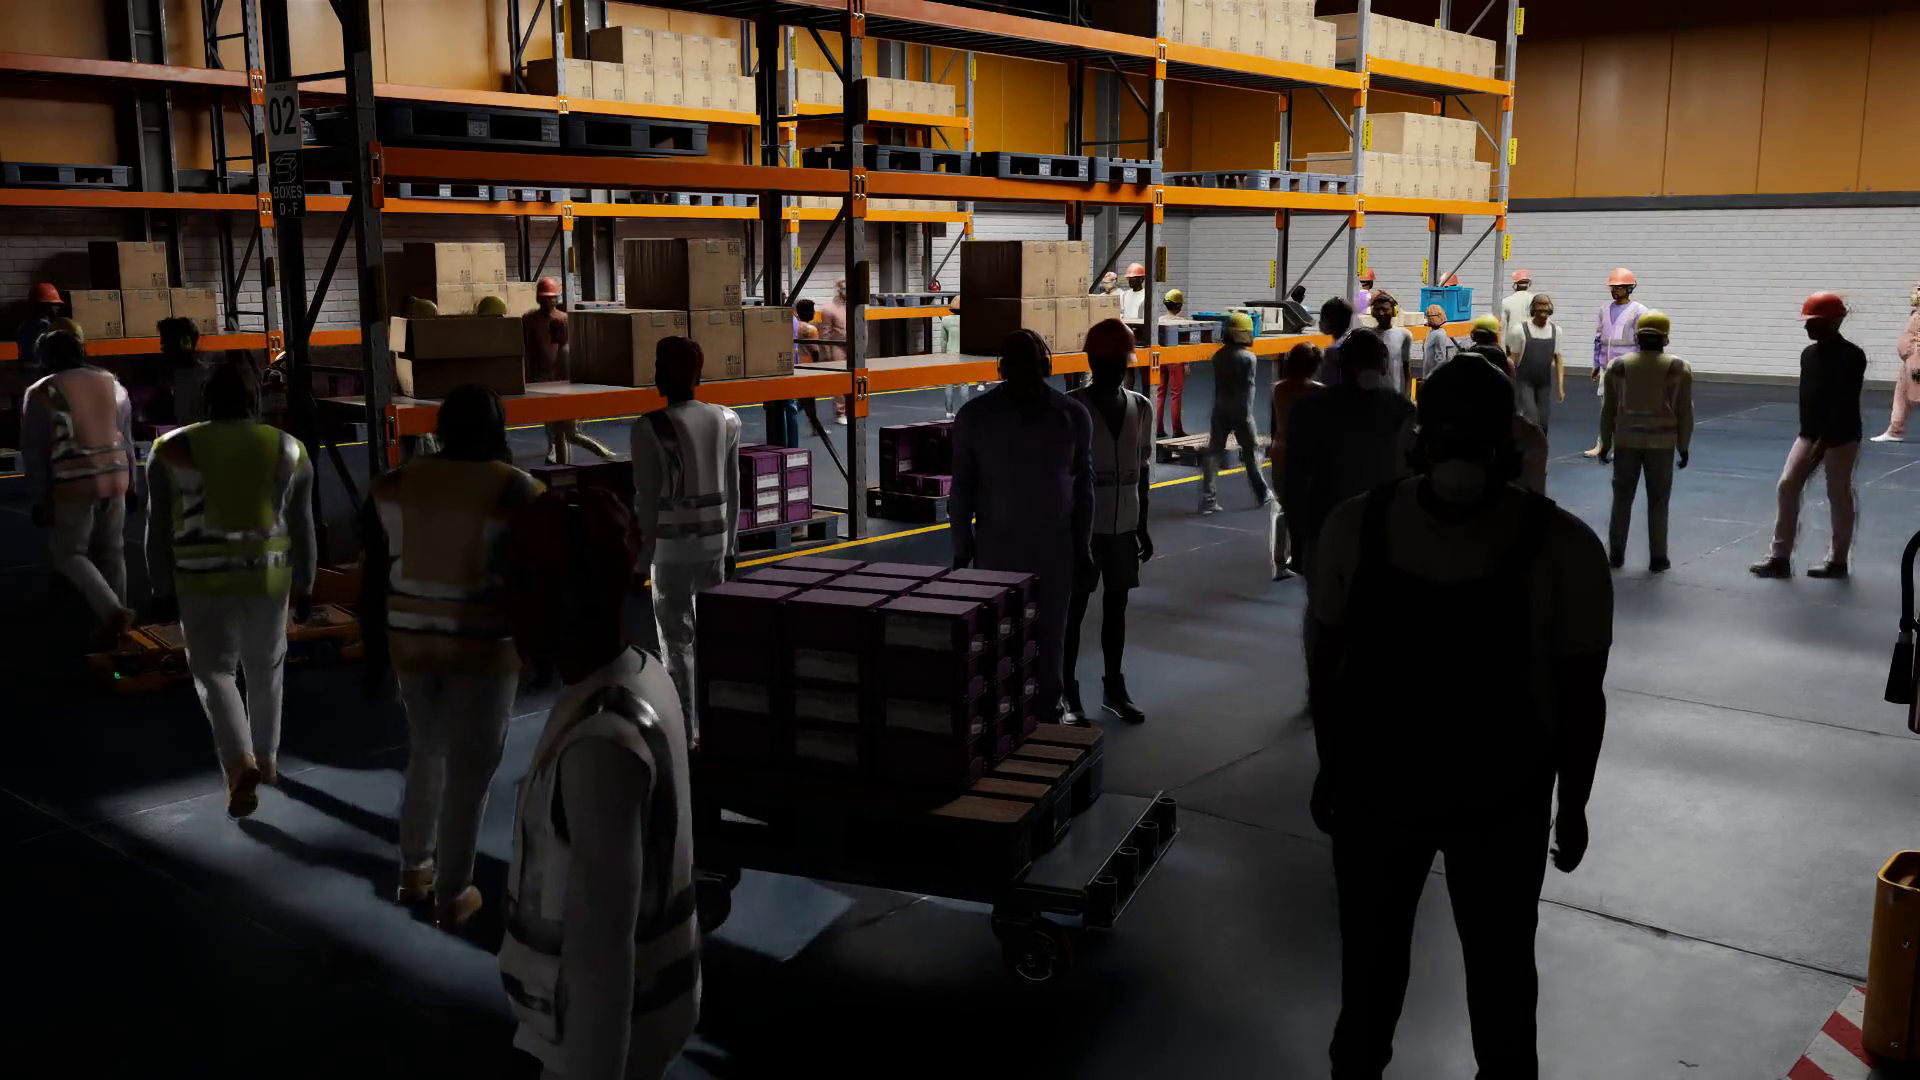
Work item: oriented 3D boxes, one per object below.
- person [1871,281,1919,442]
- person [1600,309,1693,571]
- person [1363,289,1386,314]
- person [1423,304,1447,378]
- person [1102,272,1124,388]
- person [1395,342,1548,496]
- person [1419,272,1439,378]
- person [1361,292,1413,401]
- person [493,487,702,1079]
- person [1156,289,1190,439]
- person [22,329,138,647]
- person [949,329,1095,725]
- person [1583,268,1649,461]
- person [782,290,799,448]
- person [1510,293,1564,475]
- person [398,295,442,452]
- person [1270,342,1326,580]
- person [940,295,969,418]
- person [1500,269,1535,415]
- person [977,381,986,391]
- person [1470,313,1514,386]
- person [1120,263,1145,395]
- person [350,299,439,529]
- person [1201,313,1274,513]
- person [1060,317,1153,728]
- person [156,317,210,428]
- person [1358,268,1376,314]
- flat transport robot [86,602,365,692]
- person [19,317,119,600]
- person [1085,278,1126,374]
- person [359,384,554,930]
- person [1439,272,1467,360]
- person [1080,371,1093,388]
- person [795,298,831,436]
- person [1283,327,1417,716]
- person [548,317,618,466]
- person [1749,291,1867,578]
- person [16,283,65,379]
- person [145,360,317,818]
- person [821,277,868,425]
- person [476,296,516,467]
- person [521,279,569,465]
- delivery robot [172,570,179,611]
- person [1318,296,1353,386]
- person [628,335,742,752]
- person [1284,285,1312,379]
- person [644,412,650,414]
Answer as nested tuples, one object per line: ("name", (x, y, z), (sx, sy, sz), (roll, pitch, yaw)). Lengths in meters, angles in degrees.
("person", (11.060, -2.032, 19.130), (0.827, 1.884, 0.662), (5, 11, 26))
("person", (4.817, -0.700, 11.686), (0.600, 1.829, 0.404), (6, 11, 30))
("person", (6.242, -2.932, 24.929), (0.309, 1.645, 0.514), (-7, 12, -36))
("person", (5.328, -1.828, 18.706), (0.287, 1.629, 0.499), (0, 10, 2))
("person", (2.222, -3.014, 24.671), (0.407, 1.902, 0.639), (-8, 13, -37))
("person", (2.151, 0.093, 7.148), (0.639, 1.861, 1.091), (6, 12, 31))
("person", (8.010, -3.605, 27.975), (0.725, 1.929, 0.407), (-4, 11, -22))
("person", (3.751, -1.265, 14.797), (0.516, 1.871, 0.325), (4, 11, 20))
("person", (-0.606, 0.829, 2.872), (0.694, 1.867, 0.598), (-1, 10, -6))
("person", (2.516, -2.085, 19.760), (0.324, 1.769, 0.523), (-10, 14, -44))
("person", (-4.811, -0.259, 9.233), (0.576, 1.817, 0.682), (6, 11, 29))
("person", (0.281, 0.027, 7.334), (0.655, 1.906, 0.407), (-1, 10, -6))
("person", (6.992, -1.864, 17.711), (0.381, 2.045, 0.605), (-6, 12, -32))
("person", (-1.901, -1.764, 17.705), (0.375, 1.844, 0.567), (5, 11, 27))
("person", (5.668, -1.516, 16.371), (0.539, 1.814, 0.451), (-1, 10, -4))
("person", (-4.575, -1.139, 14.125), (0.547, 1.858, 0.312), (7, 12, 33))
("person", (2.292, -0.523, 11.247), (0.363, 1.624, 0.541), (-9, 13, -40))
("person", (-0.025, -2.420, 22.048), (0.501, 1.632, 0.285), (5, 11, 26))
("person", (7.373, -2.574, 21.936), (0.664, 1.971, 0.794), (1, 10, 5))
("person", (0.357, -3.337, 26.575), (0.576, 1.885, 0.856), (3, 10, 15))
("person", (4.099, -0.919, 13.187), (0.529, 1.752, 0.478), (6, 11, 29))
("person", (2.423, -2.795, 23.014), (0.378, 2.044, 0.608), (-9, 14, -43))
("person", (-4.195, -0.876, 12.588), (0.775, 1.877, 0.624), (-2, 10, -9))
("person", (2.395, -1.089, 14.287), (0.493, 1.700, 0.887), (10, 14, 43))
("person", (0.678, -0.078, 7.851), (0.544, 1.936, 0.359), (-4, 11, -24))
("person", (-4.796, -0.523, 10.711), (0.568, 1.838, 0.749), (9, 13, 41))
("person", (6.204, -3.174, 25.463), (0.351, 1.942, 0.545), (-7, 12, -35))
("flat transport robot", (-3.864, 0.555, 8.985), (1.431, 0.197, 0.652), (-8, 13, -38))
("person", (-5.625, -0.502, 10.579), (0.621, 1.818, 0.410), (-7, 12, -36))
("person", (2.574, -3.823, 29.795), (0.908, 1.720, 0.526), (2, 10, 10))
("person", (-1.650, 0.387, 5.596), (0.657, 1.813, 0.537), (1, 10, 7))
("person", (6.674, -2.697, 22.787), (0.541, 1.932, 0.382), (8, 13, 39))
("person", (1.691, -2.427, 22.128), (0.530, 1.616, 0.411), (5, 11, 28))
("person", (-1.868, -2.032, 19.730), (0.777, 1.672, 0.542), (-7, 12, -34))
("person", (1.813, -0.023, 7.669), (0.647, 1.889, 0.979), (0, 10, 1))
("person", (-3.670, -1.326, 15.867), (0.669, 1.606, 0.507), (-4, 11, -19))
("person", (5.775, -0.691, 11.270), (0.825, 1.953, 0.612), (-3, 10, -15))
("person", (-8.331, -1.376, 15.237), (0.551, 1.935, 0.375), (5, 11, 26))
("person", (-2.916, 0.184, 6.722), (0.629, 1.814, 0.830), (-7, 12, -34))
("person", (-1.499, -2.422, 21.336), (0.677, 1.886, 0.560), (-7, 12, -35))
("person", (-3.966, -1.086, 13.813), (0.952, 1.866, 0.577), (-10, 14, -44))
("person", (-4.355, -1.786, 17.604), (0.623, 1.940, 1.071), (0, 10, 0))
("delivery robot", (-4.337, 0.215, 9.842), (0.477, 0.478, 0.707), (1, 10, 4))
("person", (2.808, -0.830, 12.222), (0.533, 1.906, 0.666), (4, 11, 20))
("person", (-1.192, 0.059, 7.219), (0.356, 1.885, 0.574), (8, 13, 38))
("person", (5.067, -2.975, 25.028), (0.532, 1.696, 0.318), (7, 12, 35))
("person", (-3.826, -2.376, 21.277), (0.420, 1.820, 0.600), (-4, 11, -23))
